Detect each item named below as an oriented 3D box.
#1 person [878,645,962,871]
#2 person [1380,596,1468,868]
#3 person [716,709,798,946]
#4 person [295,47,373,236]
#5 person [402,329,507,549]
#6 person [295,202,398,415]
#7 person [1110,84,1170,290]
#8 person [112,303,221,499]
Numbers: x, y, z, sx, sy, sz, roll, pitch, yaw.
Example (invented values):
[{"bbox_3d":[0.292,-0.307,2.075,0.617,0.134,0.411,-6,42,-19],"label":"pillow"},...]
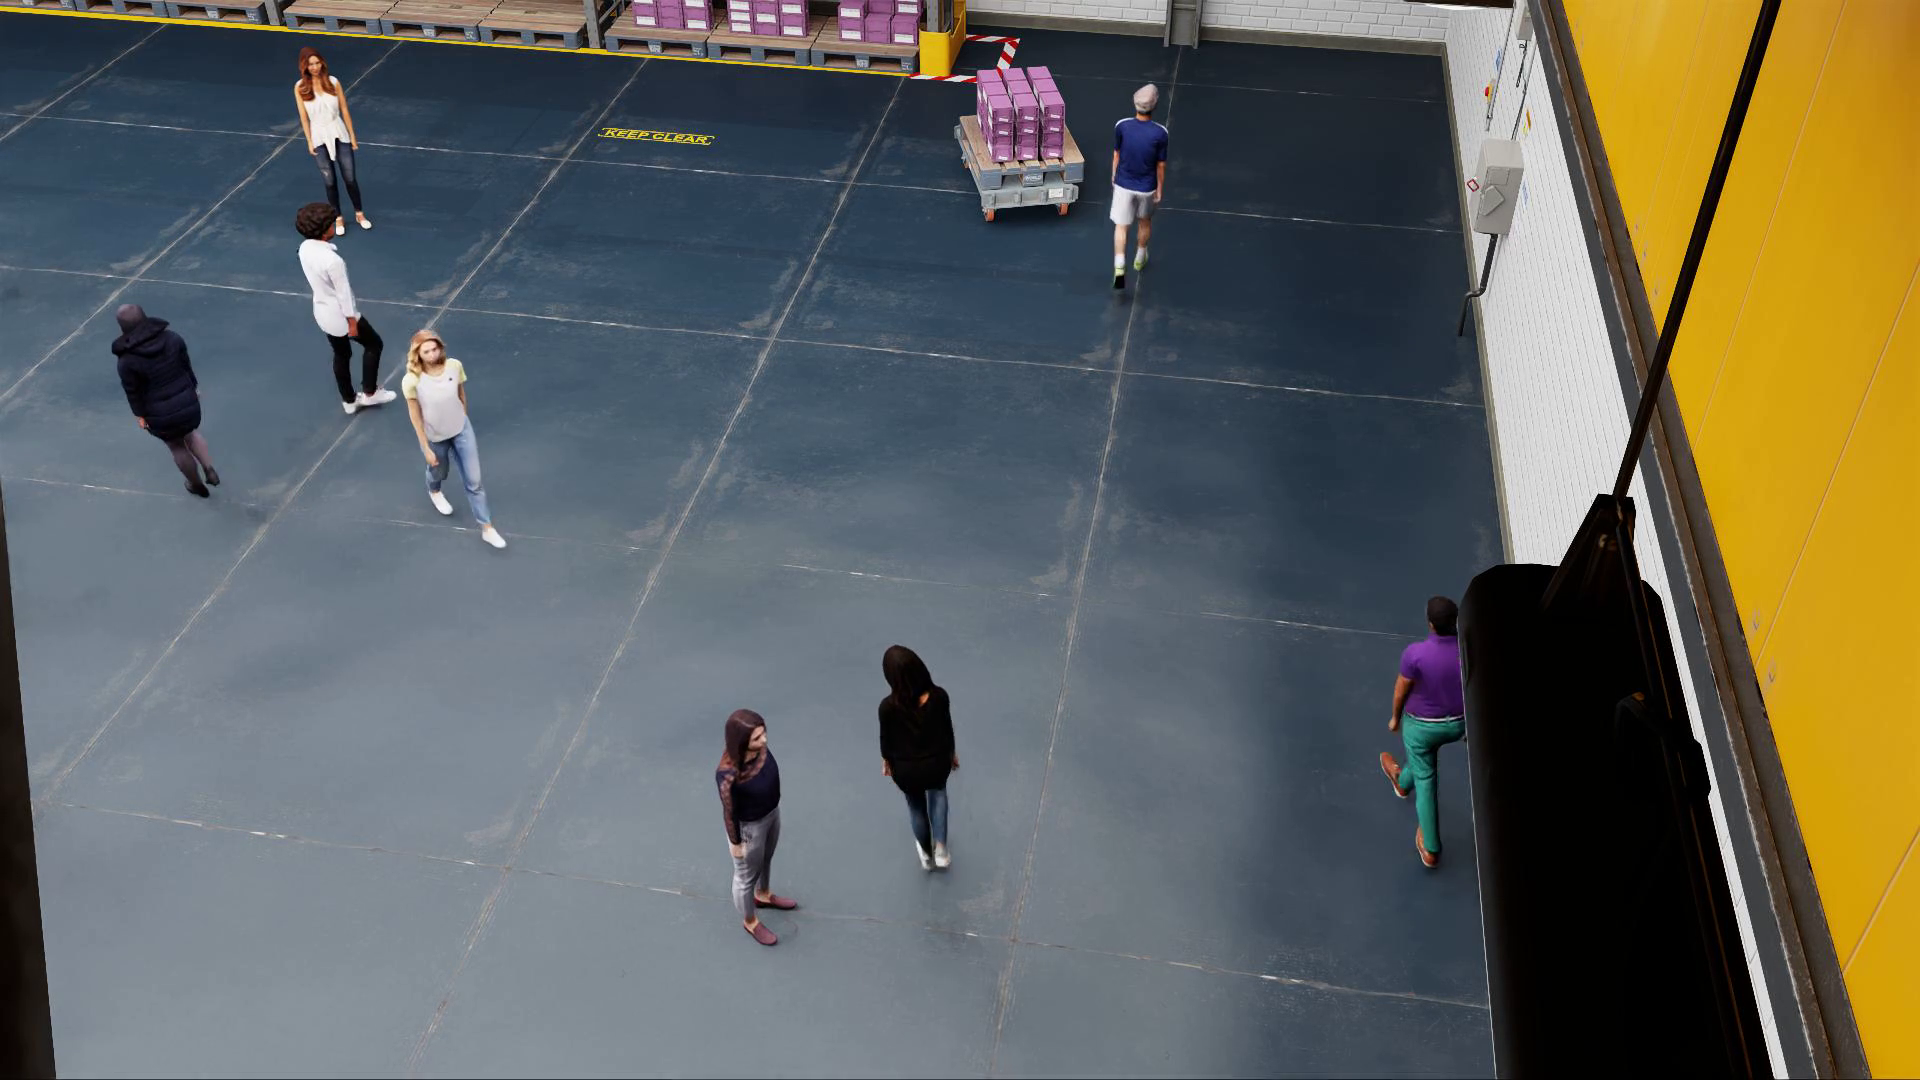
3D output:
[{"bbox_3d":[-0.207,1.288,9.243,0.684,1.628,0.768,-6,39,-7],"label":"person"},{"bbox_3d":[2.724,1.110,9.395,1.095,1.717,0.966,-2,39,-3],"label":"person"},{"bbox_3d":[-1.096,1.521,8.969,0.573,1.608,0.636,13,40,16],"label":"person"},{"bbox_3d":[-5.818,-3.694,15.357,0.633,1.783,0.724,-16,41,-19],"label":"person"},{"bbox_3d":[-3.695,-0.760,11.760,1.081,1.688,1.189,-29,47,-31],"label":"person"},{"bbox_3d":[-4.901,-1.751,12.913,0.705,1.797,0.801,25,45,28],"label":"person"},{"bbox_3d":[1.524,-3.062,14.542,1.005,1.813,0.690,6,39,8],"label":"person"},{"bbox_3d":[-5.685,-0.971,12.045,0.825,1.662,0.794,26,45,28],"label":"person"}]
